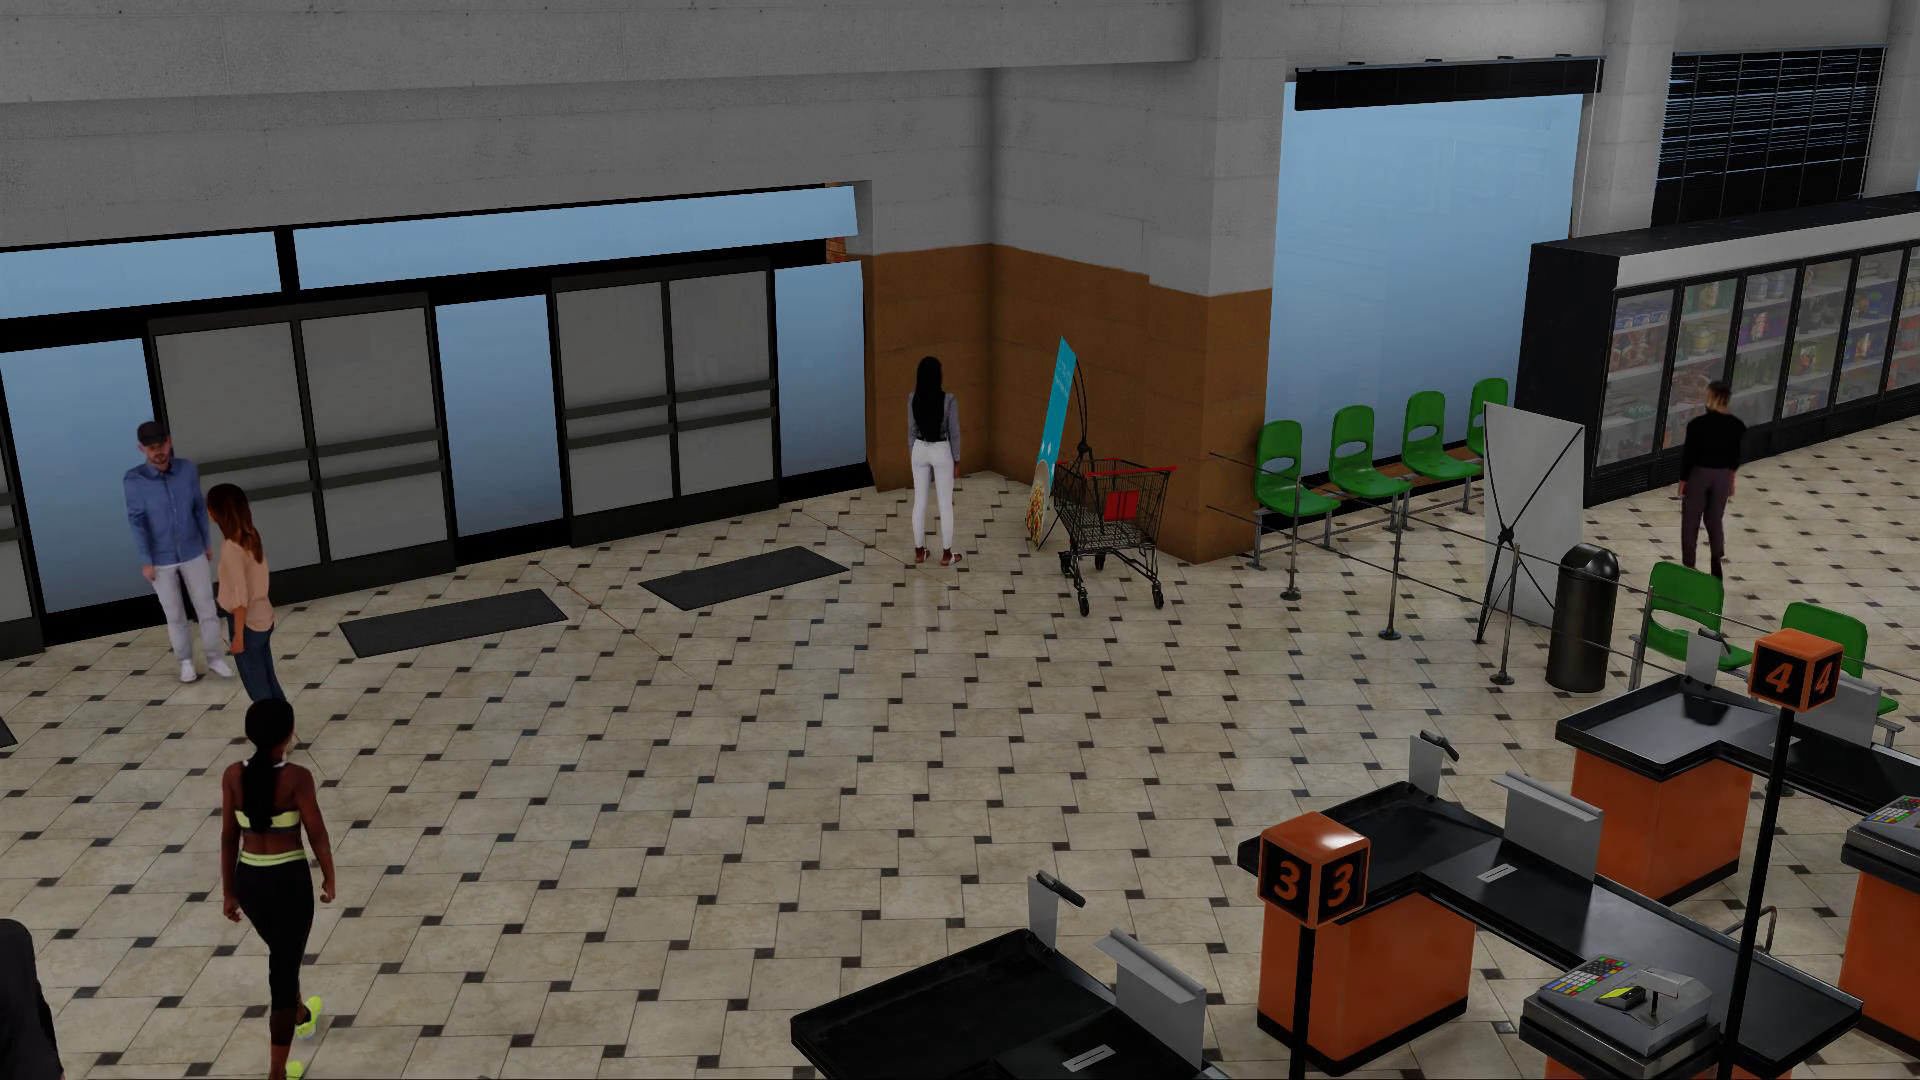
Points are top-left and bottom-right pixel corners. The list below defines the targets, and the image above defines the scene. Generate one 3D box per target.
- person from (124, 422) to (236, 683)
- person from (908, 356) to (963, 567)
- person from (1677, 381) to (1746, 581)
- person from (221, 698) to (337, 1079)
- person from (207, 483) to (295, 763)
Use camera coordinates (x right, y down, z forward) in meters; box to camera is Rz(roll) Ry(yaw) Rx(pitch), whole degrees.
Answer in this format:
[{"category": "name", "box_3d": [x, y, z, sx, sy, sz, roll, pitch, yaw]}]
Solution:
[{"category": "person", "box_3d": [-5.294, 0.079, 11.200, 0.668, 1.857, 0.720, -17, 25, -40]}, {"category": "person", "box_3d": [-0.219, -0.648, 13.568, 0.624, 1.722, 0.727, 7, 20, 19]}, {"category": "person", "box_3d": [5.826, -0.386, 12.887, 0.797, 1.661, 0.869, 0, 19, 0]}, {"category": "person", "box_3d": [-2.936, 1.557, 7.040, 0.900, 1.716, 1.011, 1, 19, 2]}, {"category": "person", "box_3d": [-4.260, 0.519, 10.000, 0.733, 1.790, 0.613, -2, 19, -7]}]
